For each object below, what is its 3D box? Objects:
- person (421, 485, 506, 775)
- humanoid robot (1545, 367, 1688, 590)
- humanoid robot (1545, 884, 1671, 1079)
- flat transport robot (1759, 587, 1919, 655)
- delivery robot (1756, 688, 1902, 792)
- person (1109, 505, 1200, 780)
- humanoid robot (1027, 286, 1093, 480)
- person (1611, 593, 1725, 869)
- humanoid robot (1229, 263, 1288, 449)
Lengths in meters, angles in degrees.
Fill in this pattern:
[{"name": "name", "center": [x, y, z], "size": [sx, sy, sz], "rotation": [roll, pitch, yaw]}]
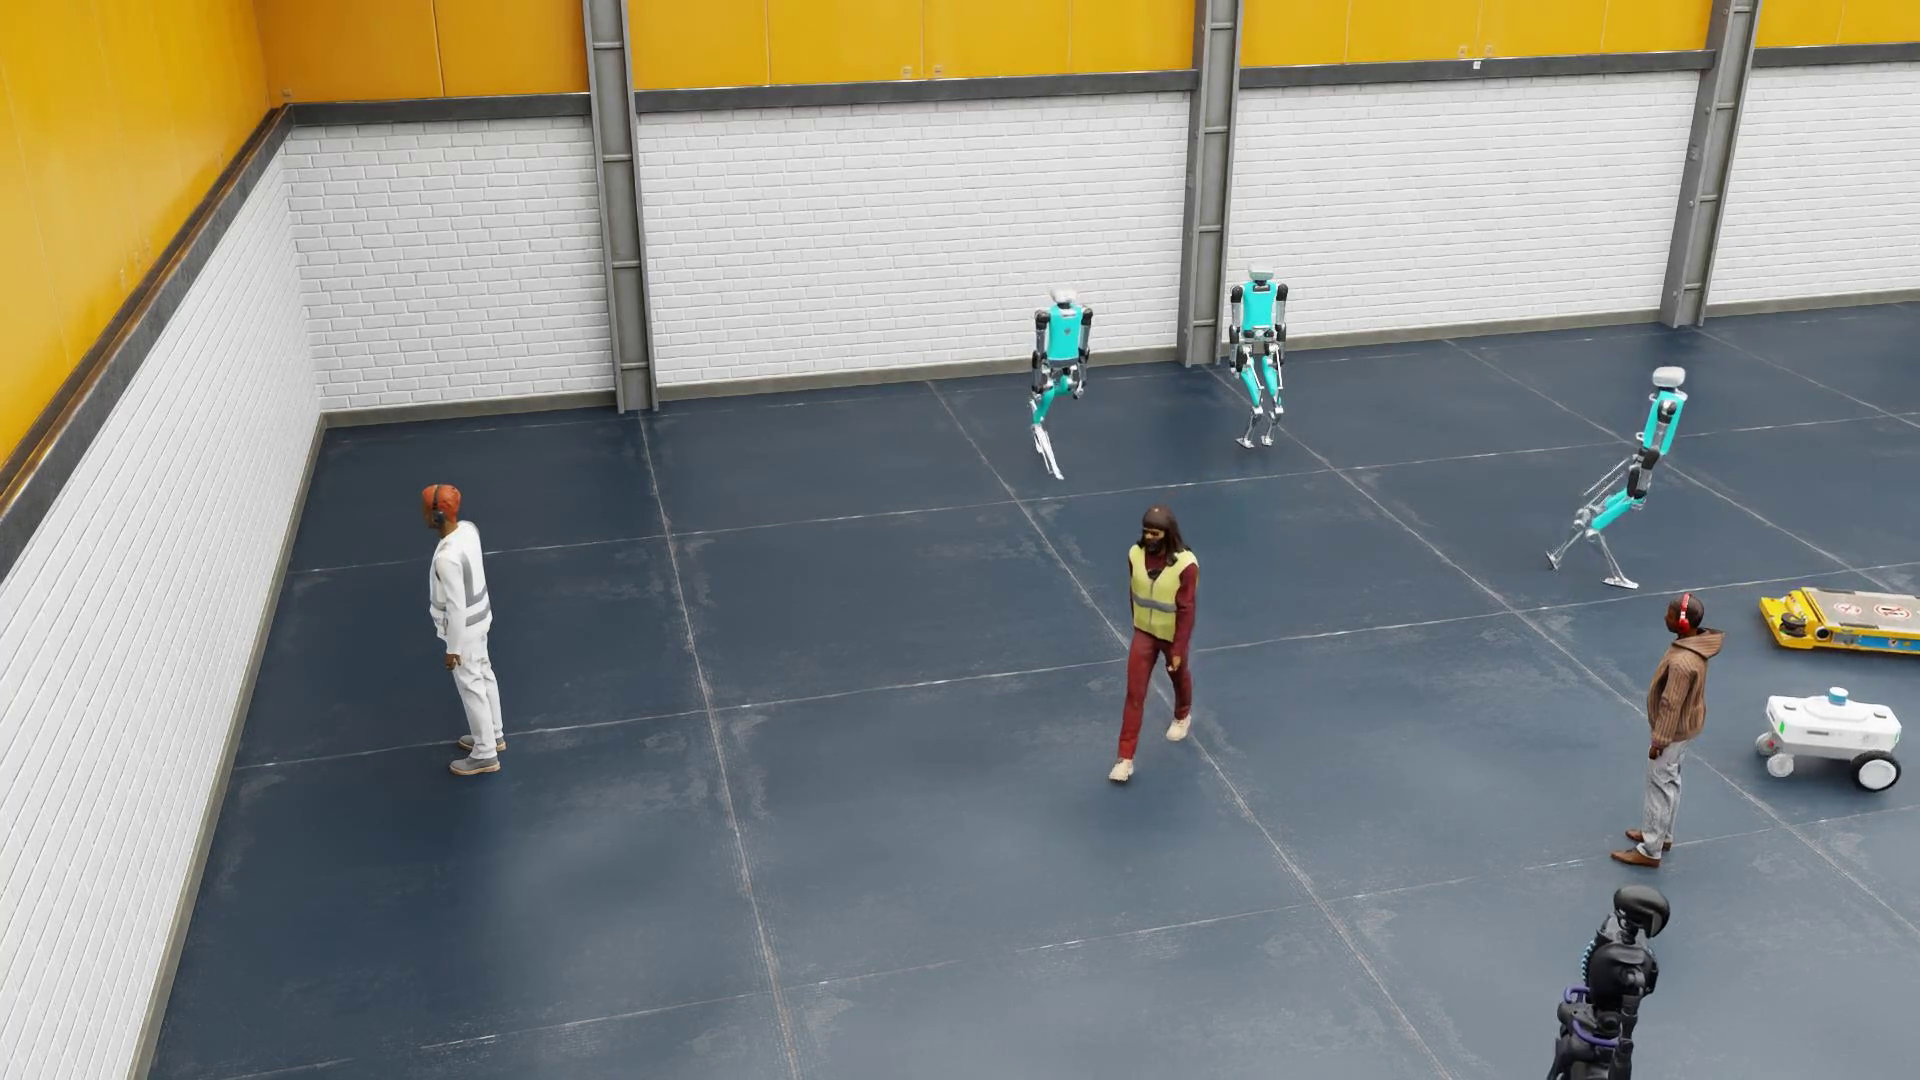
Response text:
[{"name": "person", "center": [-3.029, 0.539, 10.133], "size": [0.337, 1.882, 0.583], "rotation": [-1, 24, -2]}, {"name": "humanoid robot", "center": [4.930, -0.462, 12.661], "size": [0.886, 1.837, 0.555], "rotation": [11, 26, 23]}, {"name": "humanoid robot", "center": [2.623, 2.097, 6.935], "size": [0.823, 1.630, 0.609], "rotation": [3, 24, 7]}, {"name": "flat transport robot", "center": [6.604, 0.610, 11.974], "size": [1.431, 0.231, 0.659], "rotation": [5, 24, 10]}, {"name": "delivery robot", "center": [5.397, 1.209, 10.284], "size": [0.815, 0.614, 0.499], "rotation": [4, 24, 10]}, {"name": "person", "center": [1.235, 0.581, 10.262], "size": [0.470, 1.713, 0.980], "rotation": [12, 26, 25]}, {"name": "humanoid robot", "center": [0.781, -1.496, 14.982], "size": [0.534, 1.775, 0.994], "rotation": [-8, 25, -18]}, {"name": "person", "center": [3.953, 1.057, 9.252], "size": [0.337, 1.643, 0.469], "rotation": [14, 27, 28]}, {"name": "humanoid robot", "center": [2.736, -1.615, 15.040], "size": [0.533, 1.677, 0.735], "rotation": [-3, 24, -6]}]
